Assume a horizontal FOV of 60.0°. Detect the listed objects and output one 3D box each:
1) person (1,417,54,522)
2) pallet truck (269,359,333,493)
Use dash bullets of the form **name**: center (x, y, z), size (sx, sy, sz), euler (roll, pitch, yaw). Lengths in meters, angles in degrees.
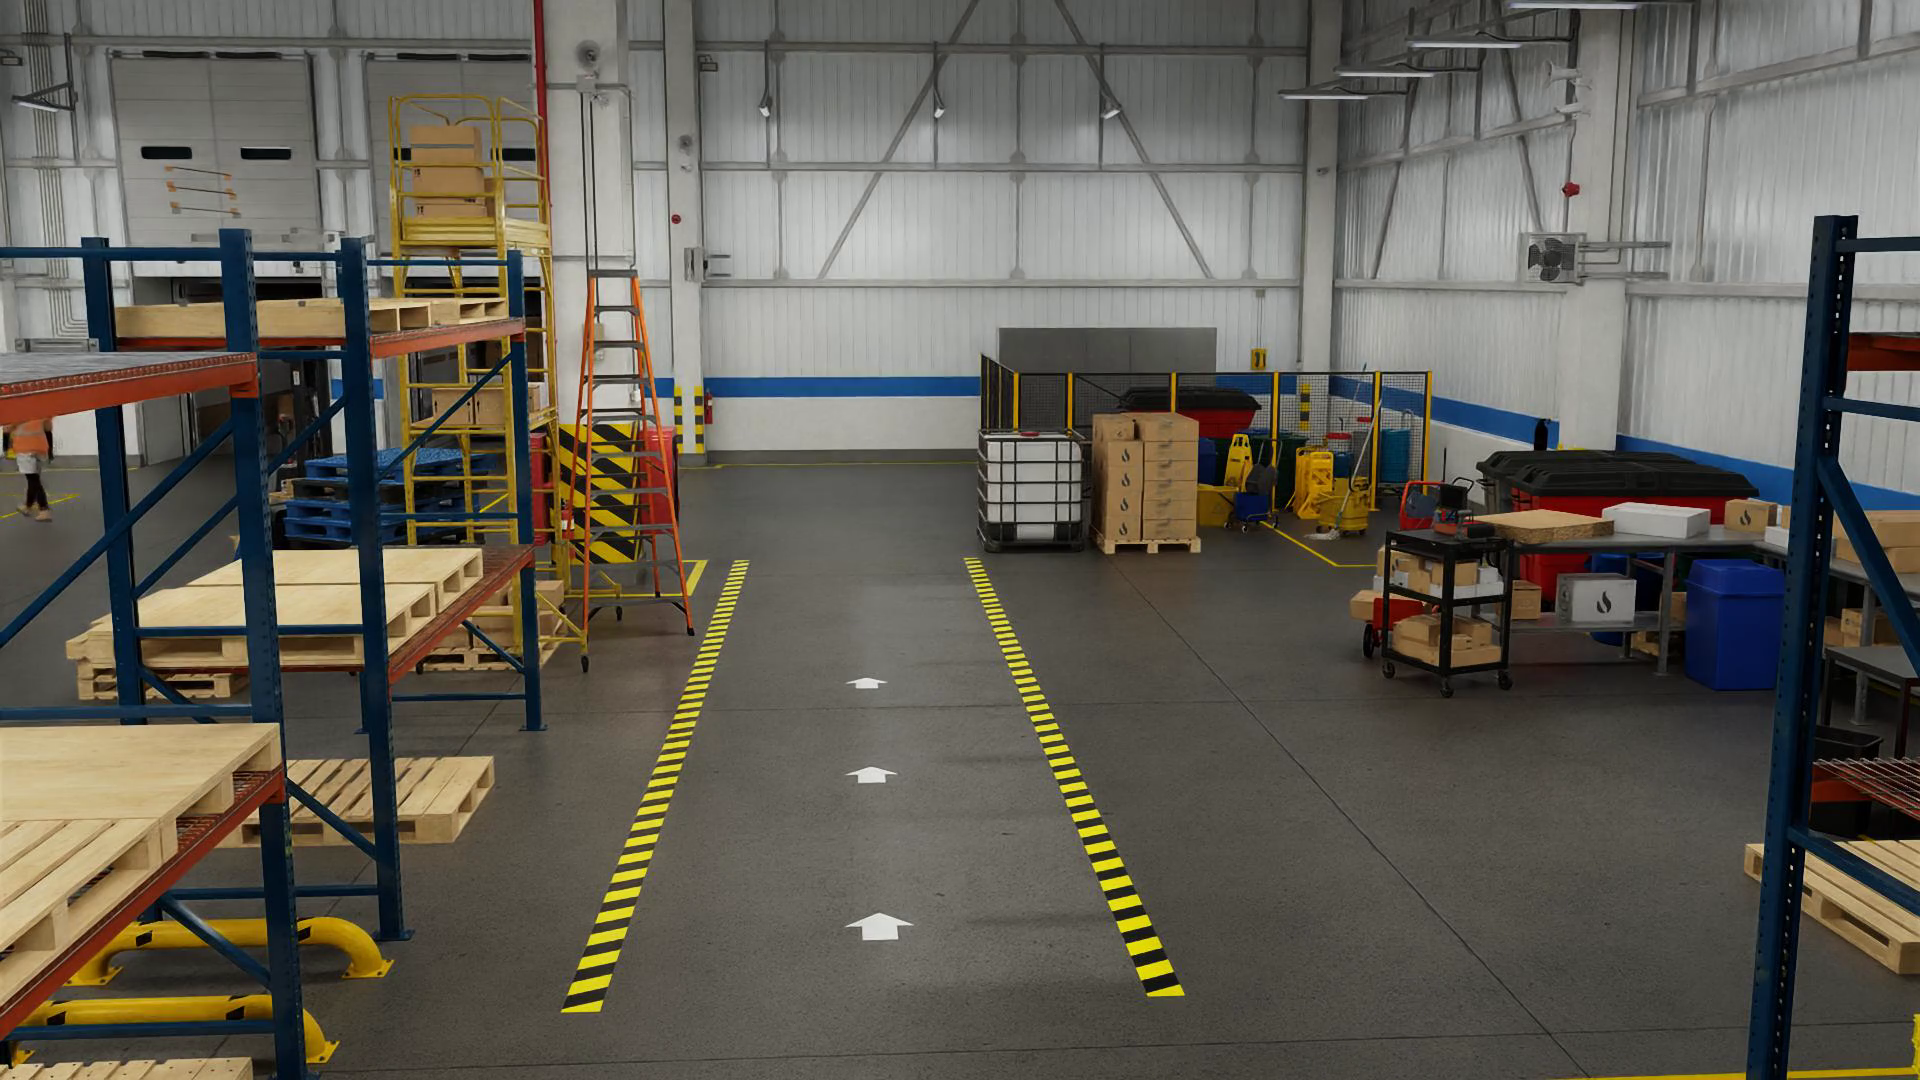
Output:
- **person**: center (-10.950, -1.039, 19.544), size (0.919, 1.635, 0.532), euler (5, 11, 31)
- **pallet truck**: center (-7.062, -1.131, 18.996), size (1.885, 1.965, 0.823), euler (2, 9, 13)
